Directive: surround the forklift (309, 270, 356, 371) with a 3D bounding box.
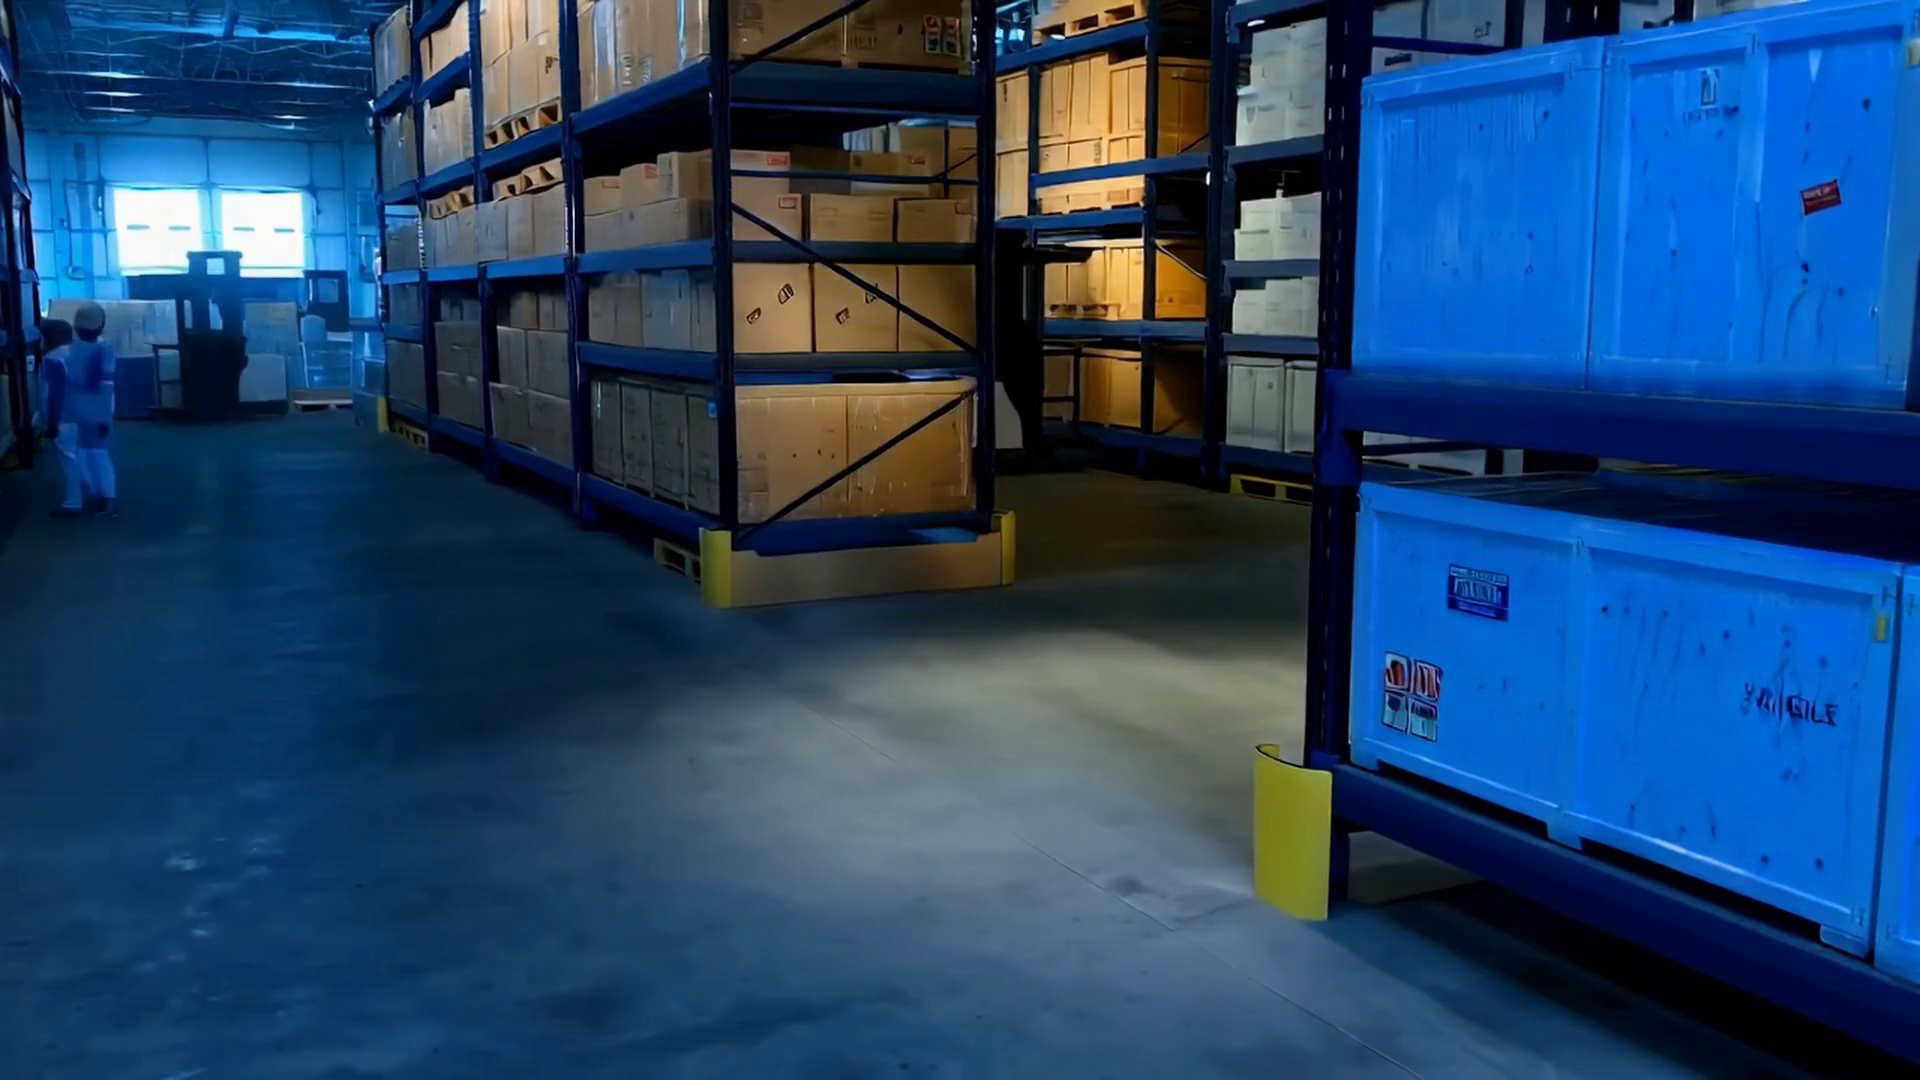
[{"bbox_3d":[-17.534,-6.119,46.287,1.129,2.768,1.873,-4,9,-26],"label":"forklift"}]

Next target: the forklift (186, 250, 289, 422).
[{"bbox_3d":[-12.314,-3.418,27.658,1.129,2.768,1.873,4,9,26],"label":"forklift"}]

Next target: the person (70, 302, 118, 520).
[{"bbox_3d":[-7.927,-1.165,15.180,0.700,2.003,0.403,5,10,32],"label":"person"}]

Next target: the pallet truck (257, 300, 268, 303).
[{"bbox_3d":[-23.913,-7.404,58.171,1.885,1.965,0.823,-1,8,-9],"label":"pallet truck"}]

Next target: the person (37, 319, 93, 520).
[{"bbox_3d":[-8.228,-1.105,15.293,0.429,1.838,0.622,-1,8,-4],"label":"person"}]

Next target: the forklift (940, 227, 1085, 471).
[{"bbox_3d":[0.377,-2.214,19.352,1.873,2.768,1.129,-4,9,-26],"label":"forklift"}]
